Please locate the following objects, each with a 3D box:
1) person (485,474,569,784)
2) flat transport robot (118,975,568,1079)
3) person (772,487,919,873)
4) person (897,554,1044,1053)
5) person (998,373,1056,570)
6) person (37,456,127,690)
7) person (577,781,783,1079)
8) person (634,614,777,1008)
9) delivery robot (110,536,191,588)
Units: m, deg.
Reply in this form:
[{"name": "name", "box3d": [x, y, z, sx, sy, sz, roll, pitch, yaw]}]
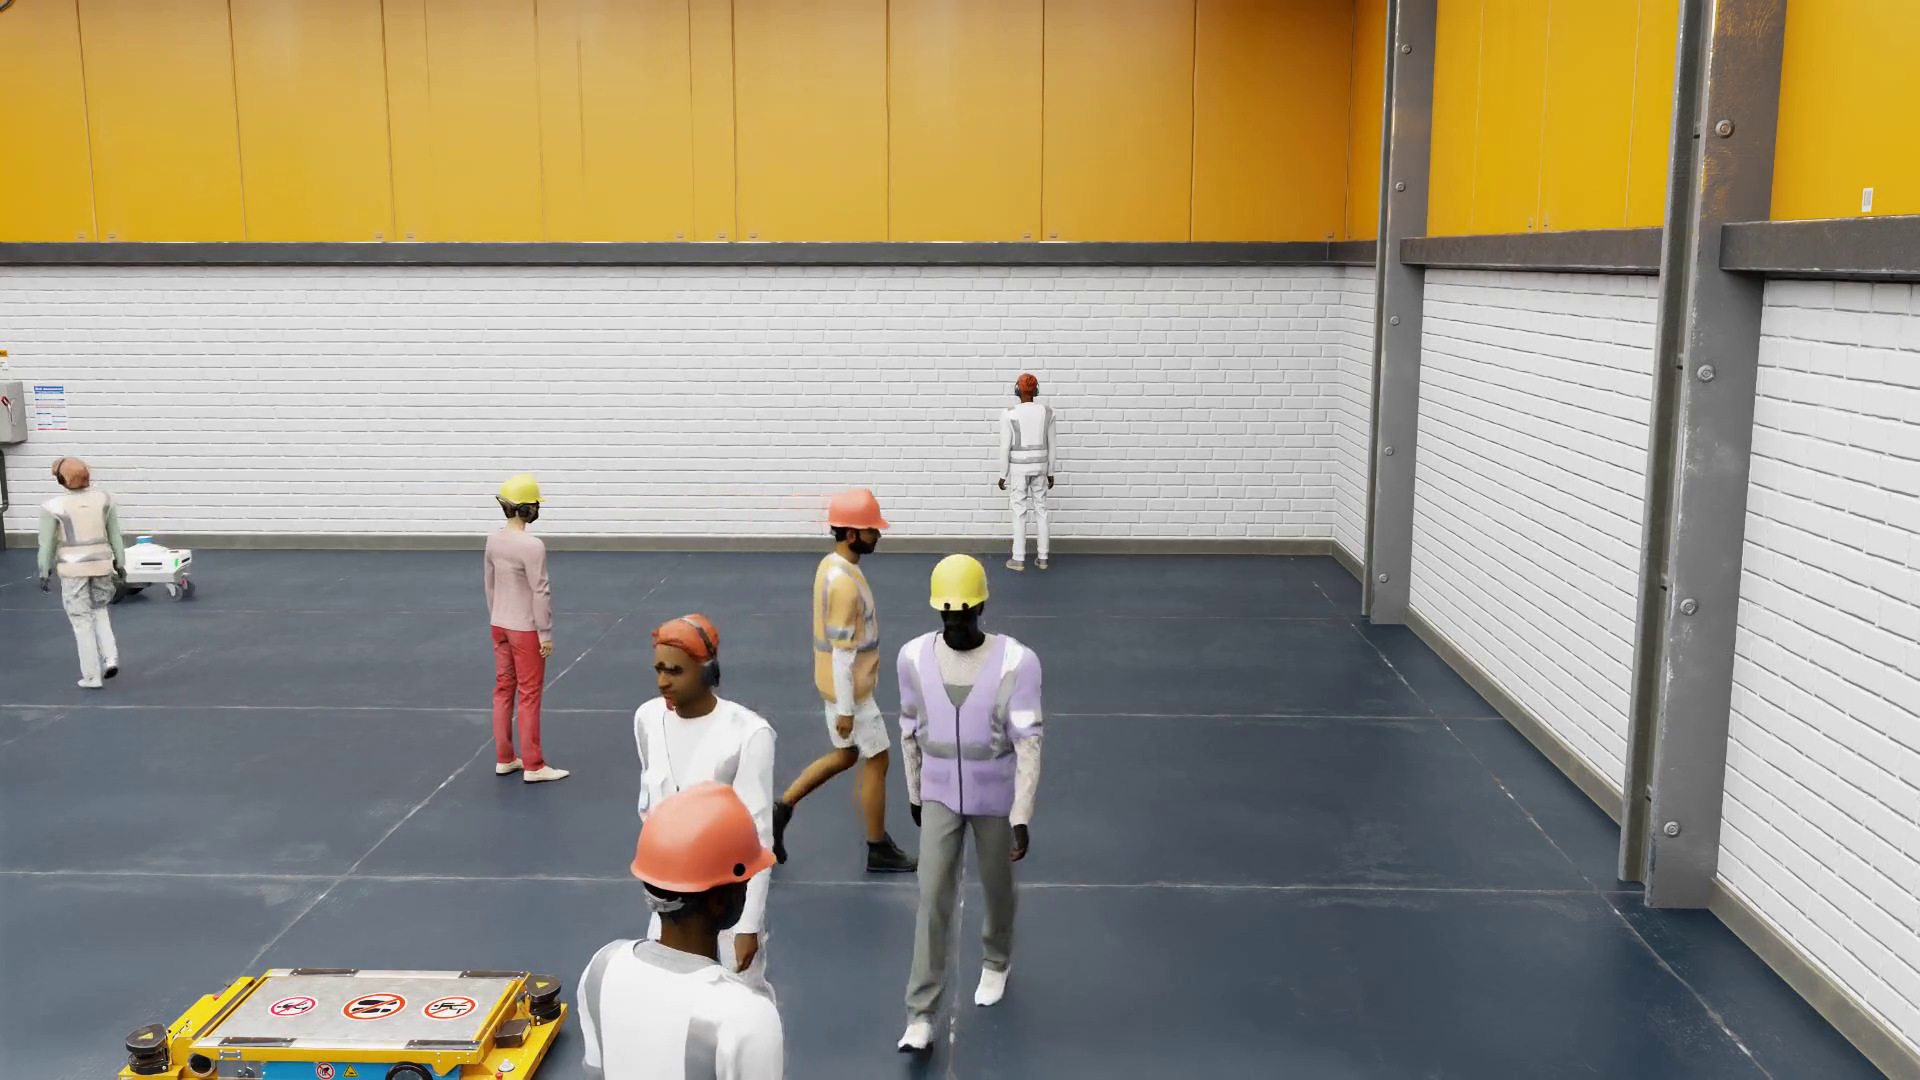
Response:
[{"name": "person", "box3d": [-2.498, 0.501, 9.508, 0.526, 1.768, 0.331, 8, 13, 40]}, {"name": "flat transport robot", "box3d": [-2.249, 1.820, 6.161, 1.431, 0.197, 0.652, 0, 10, 2]}, {"name": "person", "box3d": [-0.599, 0.689, 7.999, 0.798, 1.913, 0.549, -2, 10, -13]}, {"name": "person", "box3d": [0.027, 0.981, 6.364, 0.597, 1.877, 0.967, 2, 10, 14]}, {"name": "person", "box3d": [0.641, -0.646, 15.884, 0.575, 1.882, 0.359, -3, 10, -17]}, {"name": "person", "box3d": [-6.070, 0.229, 11.495, 0.382, 1.621, 0.553, 7, 12, 37]}, {"name": "person", "box3d": [-0.532, 1.446, 3.478, 0.545, 1.938, 0.361, 7, 12, 36]}, {"name": "person", "box3d": [-0.881, 1.171, 5.337, 0.612, 1.849, 0.815, 5, 11, 28]}, {"name": "delivery robot", "box3d": [-7.099, 0.208, 14.489, 0.707, 0.478, 0.477, -1, 10, -4]}]
